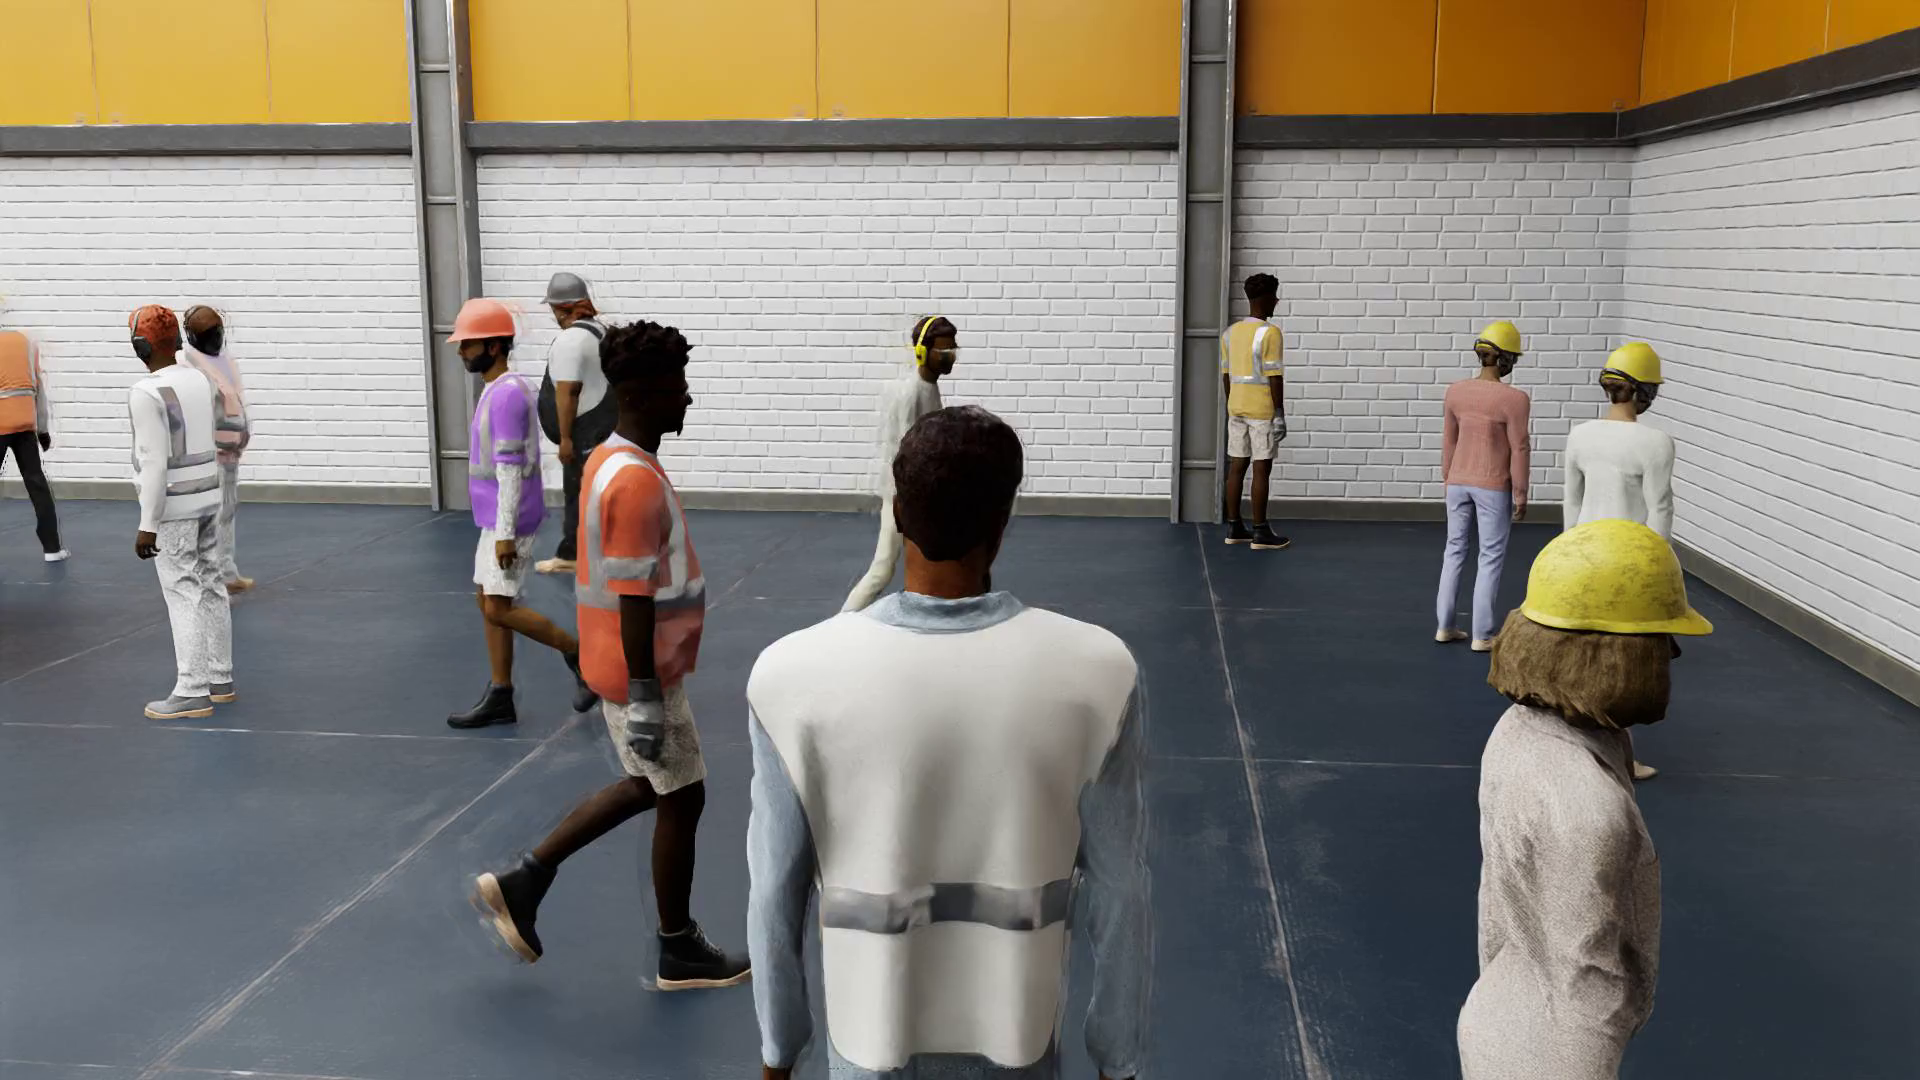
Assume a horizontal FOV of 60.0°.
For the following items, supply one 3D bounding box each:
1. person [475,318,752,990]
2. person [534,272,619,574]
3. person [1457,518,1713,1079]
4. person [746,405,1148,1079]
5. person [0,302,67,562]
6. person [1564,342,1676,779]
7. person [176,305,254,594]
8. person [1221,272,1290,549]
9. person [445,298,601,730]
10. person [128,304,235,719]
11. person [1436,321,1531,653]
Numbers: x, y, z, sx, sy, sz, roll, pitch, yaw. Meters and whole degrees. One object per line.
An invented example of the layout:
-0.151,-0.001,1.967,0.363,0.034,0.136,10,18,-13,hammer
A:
-0.986,0.348,4.711,0.720,1.945,0.609,-3,10,-14,person
-2.329,-0.759,10.758,0.903,2.000,0.685,1,10,4,person
0.915,0.827,2.531,0.319,1.742,0.492,1,10,7,person
-0.023,0.746,2.562,0.594,1.898,0.443,-2,10,-9,person
-6.488,-0.766,11.242,0.610,1.893,0.676,4,11,22,person
2.664,0.086,6.738,0.337,1.762,0.524,-5,11,-25,person
-4.478,-0.510,10.037,0.434,1.810,0.764,0,10,0,person
2.118,-0.922,11.898,0.366,1.967,0.602,-6,11,-29,person
-1.954,-0.106,7.371,0.633,1.920,0.550,-4,11,-21,person
-3.570,-0.127,7.585,0.359,1.884,0.573,1,10,5,person
2.789,-0.276,8.823,0.339,1.756,0.532,-7,12,-37,person
